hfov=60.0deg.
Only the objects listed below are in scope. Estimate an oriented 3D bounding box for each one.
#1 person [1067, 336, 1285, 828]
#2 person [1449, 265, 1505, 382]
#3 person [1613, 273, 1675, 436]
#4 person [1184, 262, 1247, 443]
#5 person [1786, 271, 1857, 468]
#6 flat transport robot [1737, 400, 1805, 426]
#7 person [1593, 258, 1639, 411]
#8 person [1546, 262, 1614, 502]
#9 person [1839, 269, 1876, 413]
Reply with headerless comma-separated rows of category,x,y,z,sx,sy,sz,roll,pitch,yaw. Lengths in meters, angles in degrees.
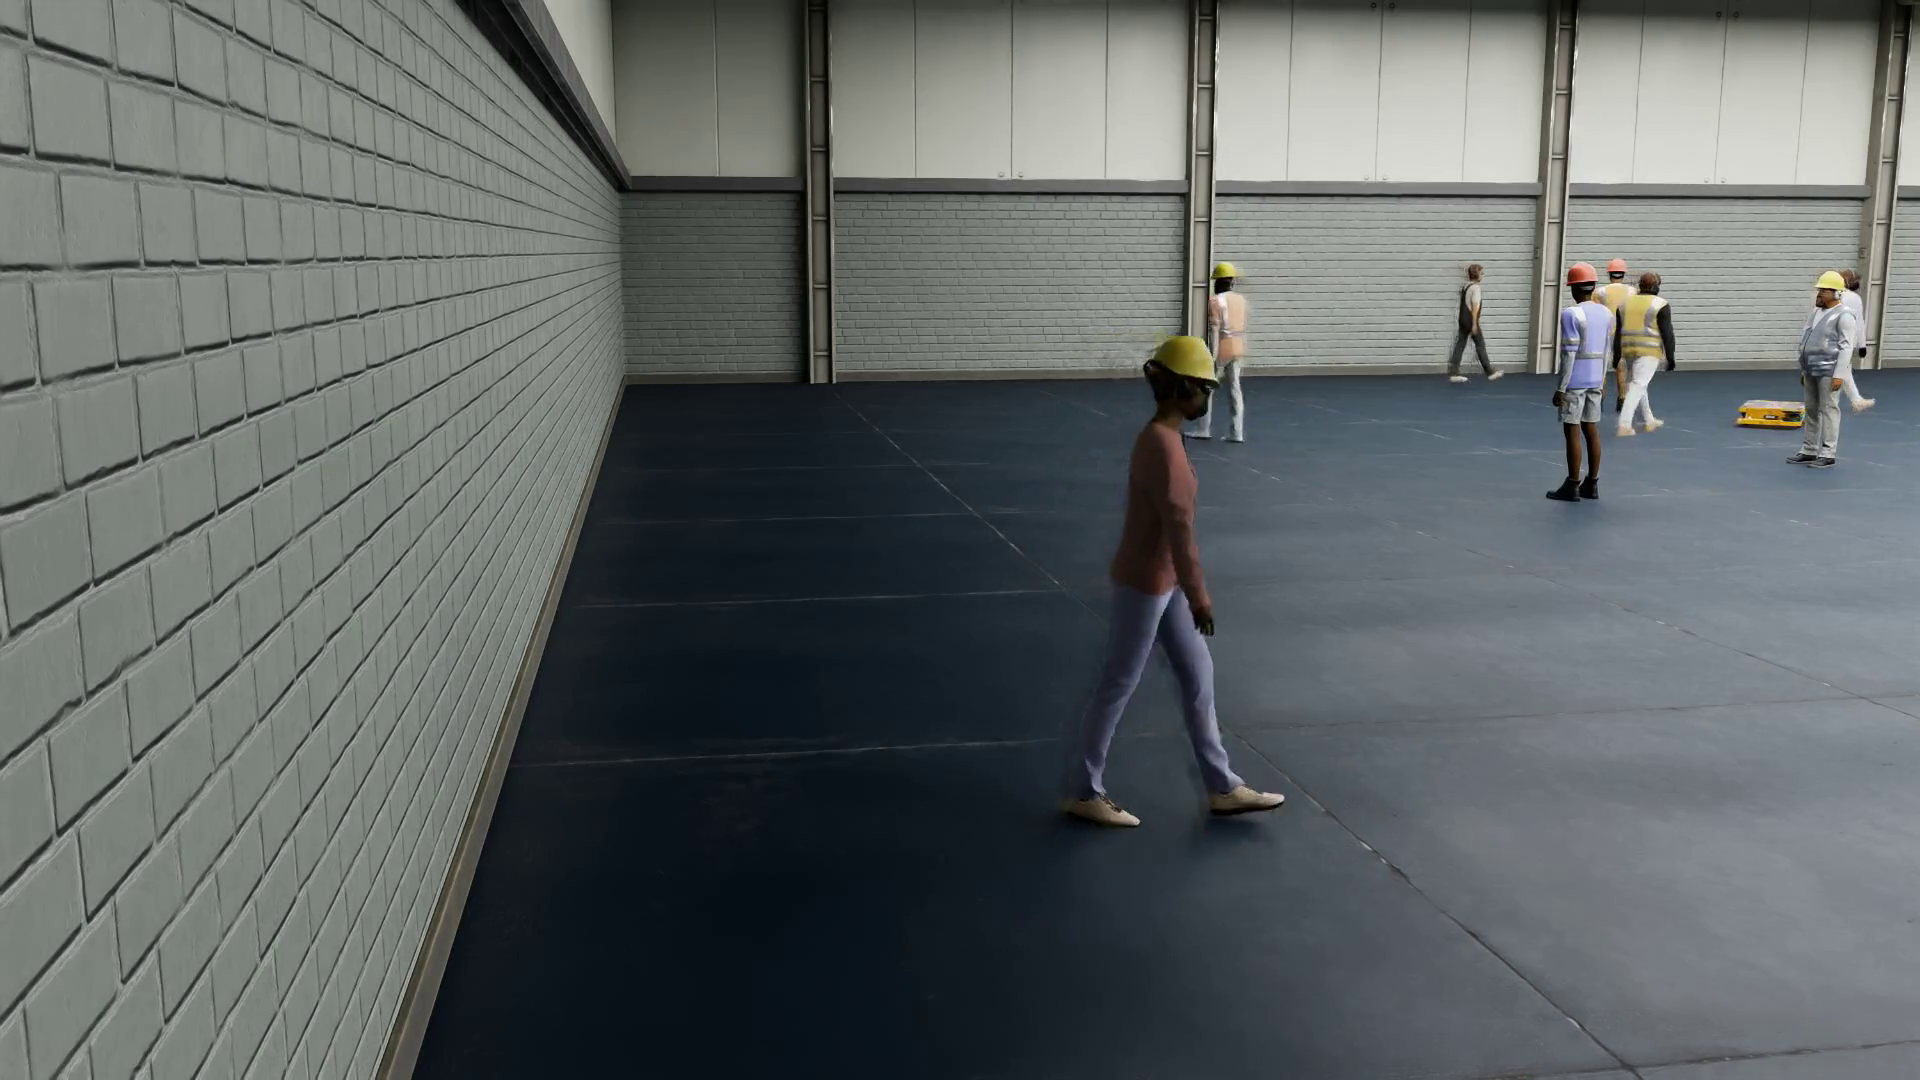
person,0.776,0.167,5.782,0.856,1.720,0.553,2,10,13
person,8.015,-3.337,25.723,0.906,1.805,0.539,-2,10,-11
person,7.564,-2.047,18.367,0.975,1.790,0.654,-6,11,-31
person,2.731,-1.991,17.707,0.609,1.897,0.791,-8,13,-40
person,8.088,-1.594,15.608,0.404,1.836,0.597,-1,10,-7
flat transport robot,9.565,-1.498,19.560,0.652,0.197,1.431,5,11,29
person,8.273,-2.593,21.067,0.551,1.935,0.368,2,10,13
person,5.022,-1.280,13.523,0.552,1.931,0.369,-6,11,-31
person,11.032,-2.449,20.656,0.961,1.788,0.647,-1,10,-4
